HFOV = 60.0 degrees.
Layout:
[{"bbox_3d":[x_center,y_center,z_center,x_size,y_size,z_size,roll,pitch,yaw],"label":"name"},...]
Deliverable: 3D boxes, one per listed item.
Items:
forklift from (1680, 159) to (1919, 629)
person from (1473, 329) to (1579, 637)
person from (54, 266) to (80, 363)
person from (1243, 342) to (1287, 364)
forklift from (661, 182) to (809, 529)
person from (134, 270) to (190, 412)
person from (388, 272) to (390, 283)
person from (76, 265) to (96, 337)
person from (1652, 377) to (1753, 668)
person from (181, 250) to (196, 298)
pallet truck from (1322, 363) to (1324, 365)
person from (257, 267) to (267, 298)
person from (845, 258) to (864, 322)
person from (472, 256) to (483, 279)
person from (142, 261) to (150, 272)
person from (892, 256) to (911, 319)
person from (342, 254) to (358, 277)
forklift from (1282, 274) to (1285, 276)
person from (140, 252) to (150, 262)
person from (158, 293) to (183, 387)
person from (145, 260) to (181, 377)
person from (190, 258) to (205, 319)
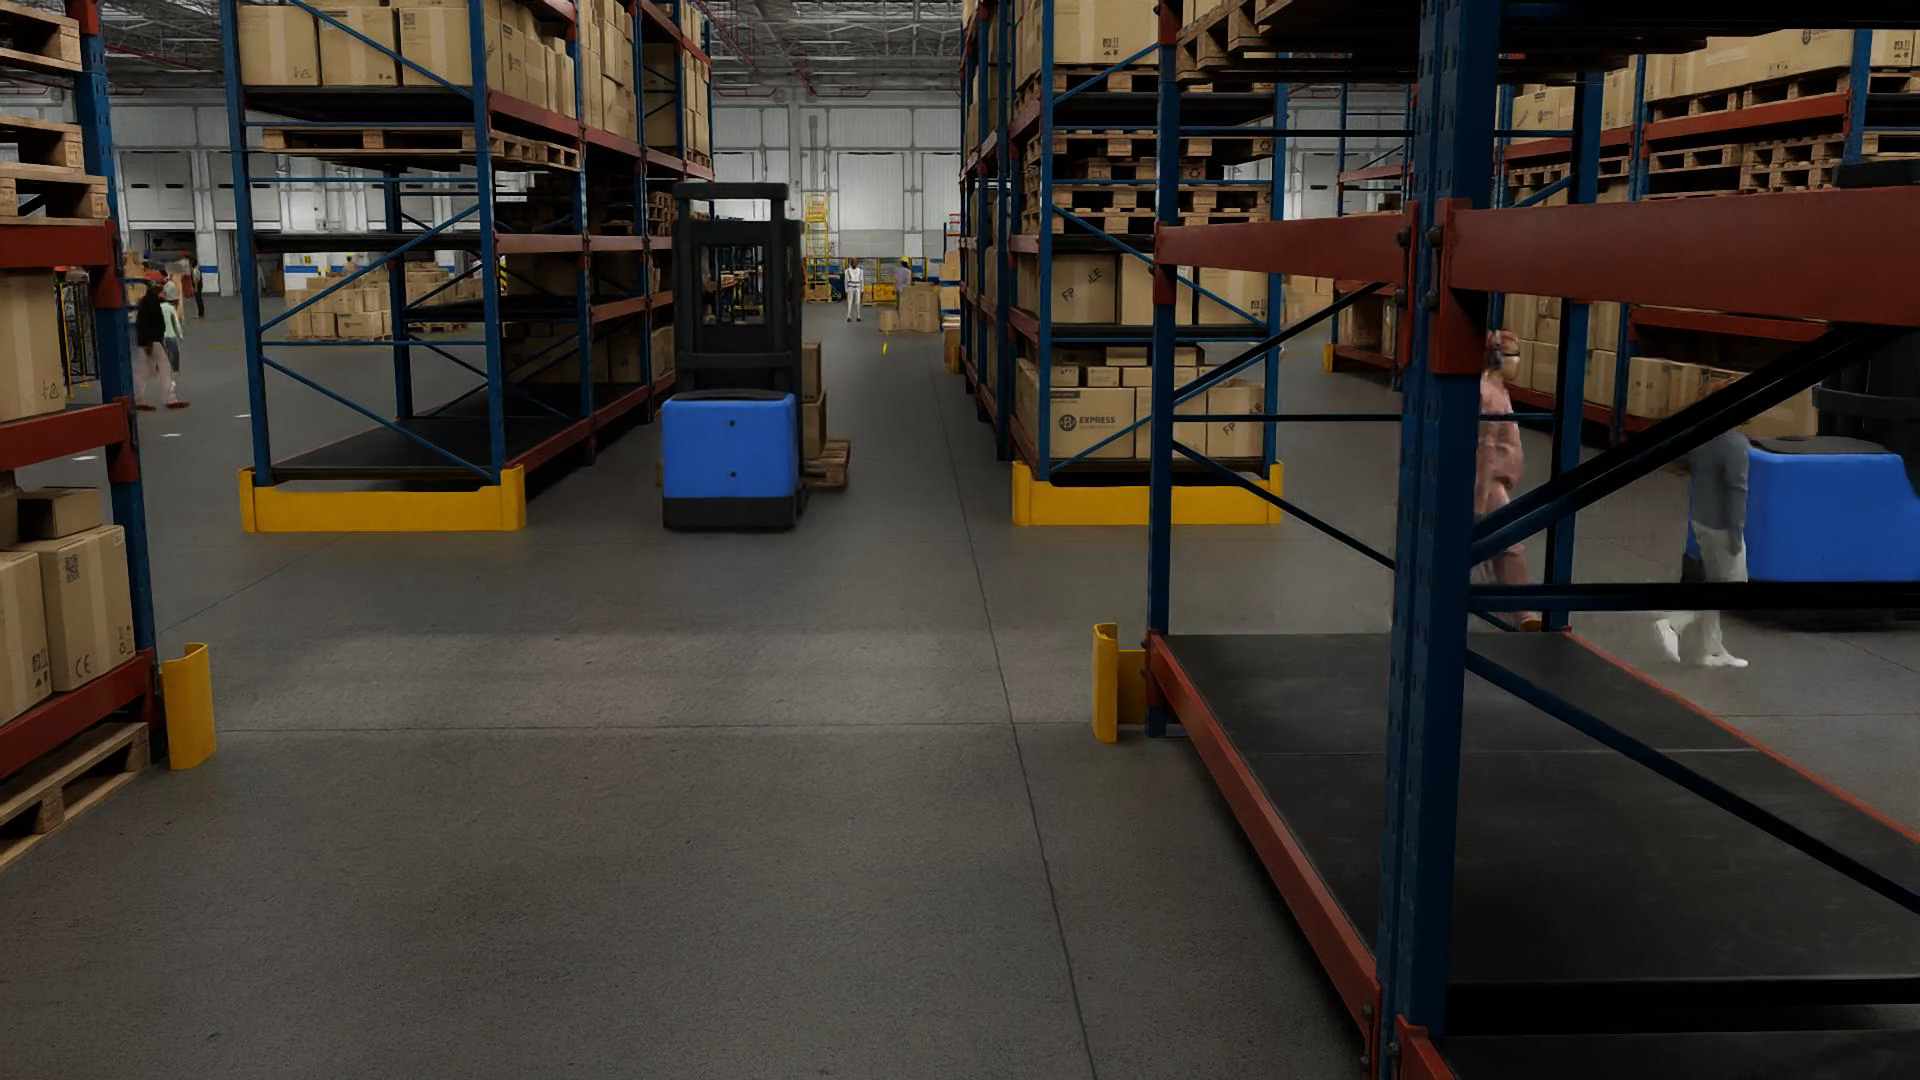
[{"bbox_3d":[5.685,-0.929,10.293,1.873,2.768,1.129,-1,10,-3],"label":"forklift"},{"bbox_3d":[3.005,-0.264,9.444,0.989,1.851,0.668,1,10,5],"label":"person"},{"bbox_3d":[-17.373,-4.402,32.257,0.551,1.942,0.340,-1,10,-4],"label":"person"},{"bbox_3d":[5.857,-4.271,31.924,0.822,1.810,0.648,-3,11,-18],"label":"person"},{"bbox_3d":[-1.891,-1.586,13.957,1.129,2.768,1.873,0,10,-2],"label":"forklift"},{"bbox_3d":[-11.102,-2.740,22.983,0.823,1.944,0.643,-6,12,-31],"label":"person"},{"bbox_3d":[-18.731,-8.398,55.233,0.534,1.692,0.321,-10,14,-43],"label":"person"},{"bbox_3d":[-21.466,-5.975,41.174,0.964,1.876,0.623,-4,11,-20],"label":"person"},{"bbox_3d":[4.091,-0.080,9.057,0.500,1.617,0.514,0,10,-1],"label":"person"},{"bbox_3d":[-31.956,-10.994,68.877,0.551,1.975,0.640,2,10,9],"label":"person"},{"bbox_3d":[7.712,-4.157,30.737,1.885,1.965,0.823,3,11,16],"label":"pallet truck"},{"bbox_3d":[-21.971,-7.856,51.863,0.826,1.807,0.628,10,14,44],"label":"person"},{"bbox_3d":[-3.088,-7.286,48.522,0.574,1.876,0.355,-4,11,-21],"label":"person"},{"bbox_3d":[-16.749,-9.016,57.972,0.371,1.940,0.627,-9,14,-42],"label":"person"},{"bbox_3d":[-20.761,-6.206,42.591,0.761,1.838,0.560,-5,11,-26],"label":"person"},{"bbox_3d":[-1.696,-7.296,48.474,0.679,1.914,0.438,7,12,35],"label":"person"},{"bbox_3d":[-23.863,-10.256,65.056,0.986,1.873,0.606,9,14,42],"label":"person"},{"bbox_3d":[12.142,-10.797,65.268,1.129,2.768,1.873,0,10,-2],"label":"forklift"},{"bbox_3d":[-32.382,-10.490,66.227,0.829,1.912,0.630,9,13,40],"label":"person"},{"bbox_3d":[-12.878,-3.259,26.904,0.535,1.572,0.862,-10,14,-43],"label":"person"},{"bbox_3d":[-13.836,-3.821,28.744,0.684,2.000,0.535,6,12,32],"label":"person"},{"bbox_3d":[-23.314,-7.682,50.808,0.342,1.842,0.506,-3,10,-14],"label":"person"}]
